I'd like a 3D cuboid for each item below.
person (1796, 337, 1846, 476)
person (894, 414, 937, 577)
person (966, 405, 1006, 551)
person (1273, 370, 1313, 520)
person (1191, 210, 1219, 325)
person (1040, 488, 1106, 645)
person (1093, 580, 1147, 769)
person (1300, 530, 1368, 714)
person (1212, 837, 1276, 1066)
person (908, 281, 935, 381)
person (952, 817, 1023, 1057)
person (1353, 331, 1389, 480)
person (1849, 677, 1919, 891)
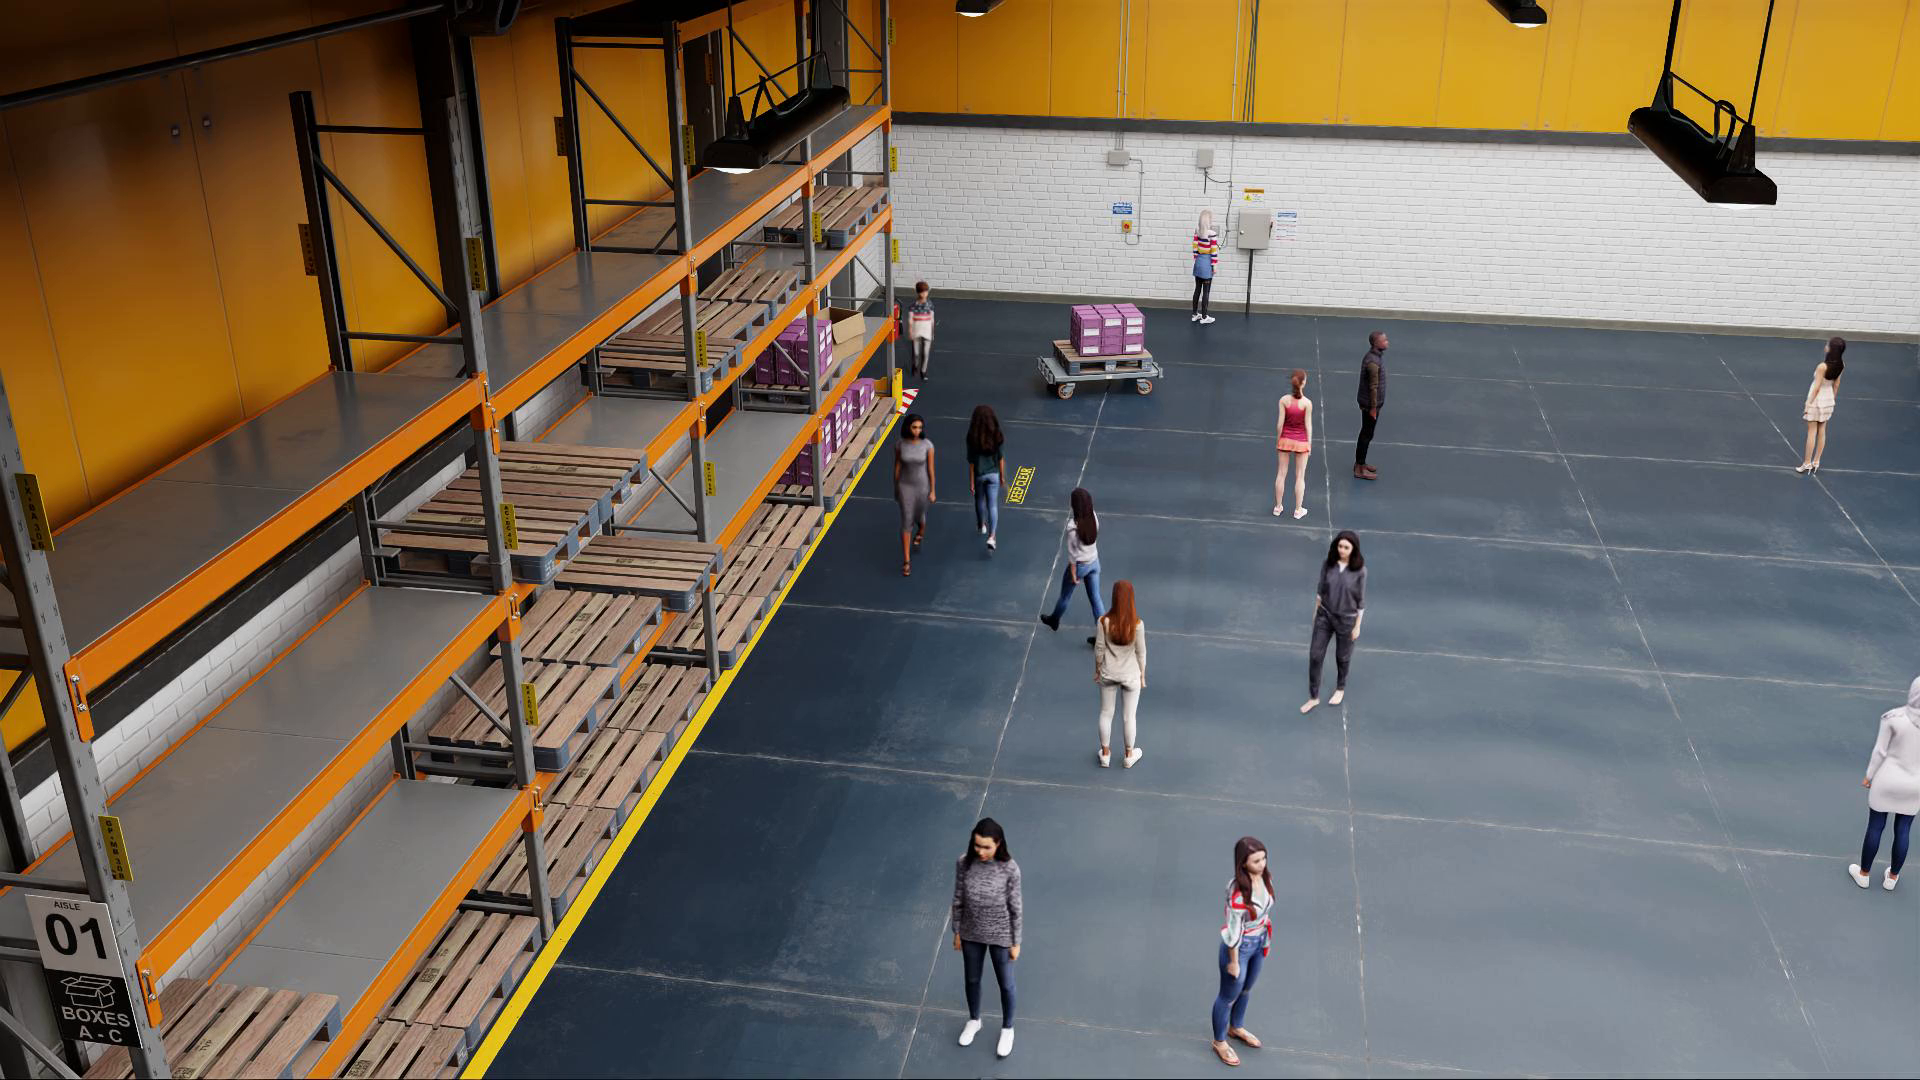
[{"bbox_3d":[10.550,-1.648,20.374,0.665,1.736,0.684,-9,25,-20],"label":"person"},{"bbox_3d":[-0.490,-0.536,17.827,0.699,1.739,1.124,2,24,4],"label":"person"},{"bbox_3d":[0.289,-0.657,18.308,0.831,1.574,1.189,-2,24,-5],"label":"person"},{"bbox_3d":[3.833,-1.109,19.125,0.620,1.749,0.614,11,26,23],"label":"person"},{"bbox_3d":[3.890,-4.377,26.526,0.757,1.809,0.699,-16,28,-32],"label":"person"},{"bbox_3d":[1.257,0.307,16.092,1.045,1.583,1.044,-20,30,-37],"label":"person"},{"bbox_3d":[1.348,1.141,14.029,0.617,1.706,0.569,6,24,14],"label":"person"},{"bbox_3d":[3.451,0.686,15.023,0.807,1.745,0.943,14,27,28],"label":"person"},{"bbox_3d":[1.827,2.622,10.757,0.630,1.613,0.723,-21,31,-39],"label":"person"},{"bbox_3d":[-0.577,-3.027,23.905,0.623,1.433,0.668,-6,24,-13],"label":"person"},{"bbox_3d":[0.189,2.538,10.803,0.641,1.731,0.569,7,25,16],"label":"person"},{"bbox_3d":[5.014,-1.667,20.292,0.762,1.836,0.495,5,24,11],"label":"person"},{"bbox_3d":[7.013,1.812,12.409,0.630,1.776,0.553,7,25,15],"label":"person"}]
